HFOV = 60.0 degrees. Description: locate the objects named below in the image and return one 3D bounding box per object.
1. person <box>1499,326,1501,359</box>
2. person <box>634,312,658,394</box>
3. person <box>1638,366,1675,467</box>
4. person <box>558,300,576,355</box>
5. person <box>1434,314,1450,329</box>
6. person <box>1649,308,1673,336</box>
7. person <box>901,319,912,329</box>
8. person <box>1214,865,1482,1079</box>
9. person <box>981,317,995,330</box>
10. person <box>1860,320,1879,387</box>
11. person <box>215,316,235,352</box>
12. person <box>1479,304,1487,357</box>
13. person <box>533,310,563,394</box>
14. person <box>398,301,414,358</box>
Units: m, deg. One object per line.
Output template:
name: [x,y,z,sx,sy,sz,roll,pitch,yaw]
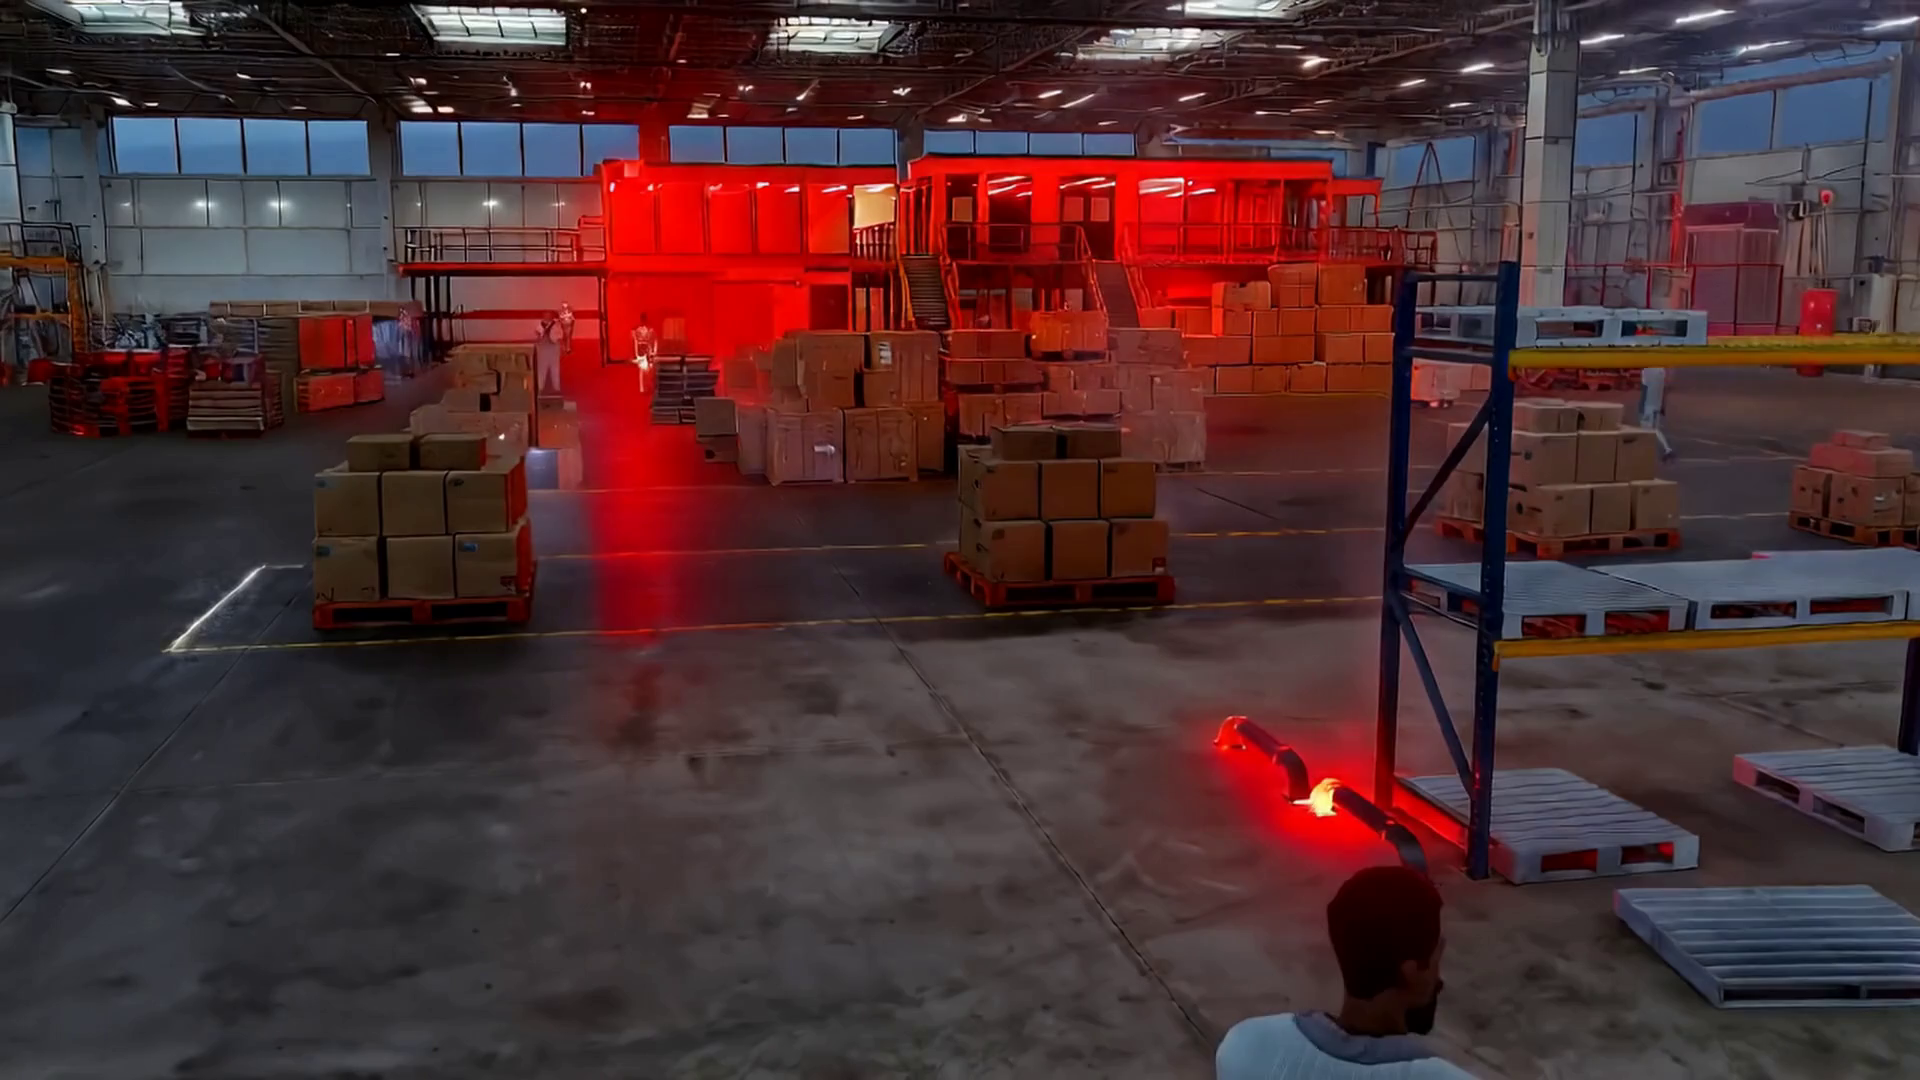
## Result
person: [15.577,-5.706,47.663,0.863,1.806,0.656,9,13,44]
person: [-7.441,-4.424,39.457,0.543,1.939,0.359,-3,10,-18]
person: [10.296,-1.959,24.673,0.530,1.853,0.578,-5,11,-27]
person: [-13.514,-7.309,57.227,0.599,1.886,0.952,-3,10,-17]
person: [12.395,-4.909,42.481,0.815,1.909,0.580,-2,9,-10]
person: [18.623,-5.201,44.224,0.593,1.925,0.384,2,9,10]
person: [-1.111,-3.743,35.407,0.571,1.923,0.674,-7,11,-35]
person: [0.740,1.548,3.118,0.591,1.916,0.383,7,12,37]
person: [0.582,-3.535,33.876,0.640,1.984,1.049,-4,10,-23]
person: [22.891,-4.674,41.768,0.539,1.682,0.412,-3,10,-20]
person: [-19.297,-5.009,43.671,0.532,1.724,0.884,0,9,1]
person: [14.324,-5.471,45.663,0.381,1.994,0.614,0,9,-3]
person: [-9.706,-4.436,39.216,0.691,2.000,0.781,1,9,4]
person: [-18.395,-6.969,55.132,0.573,1.883,0.354,9,13,42]
